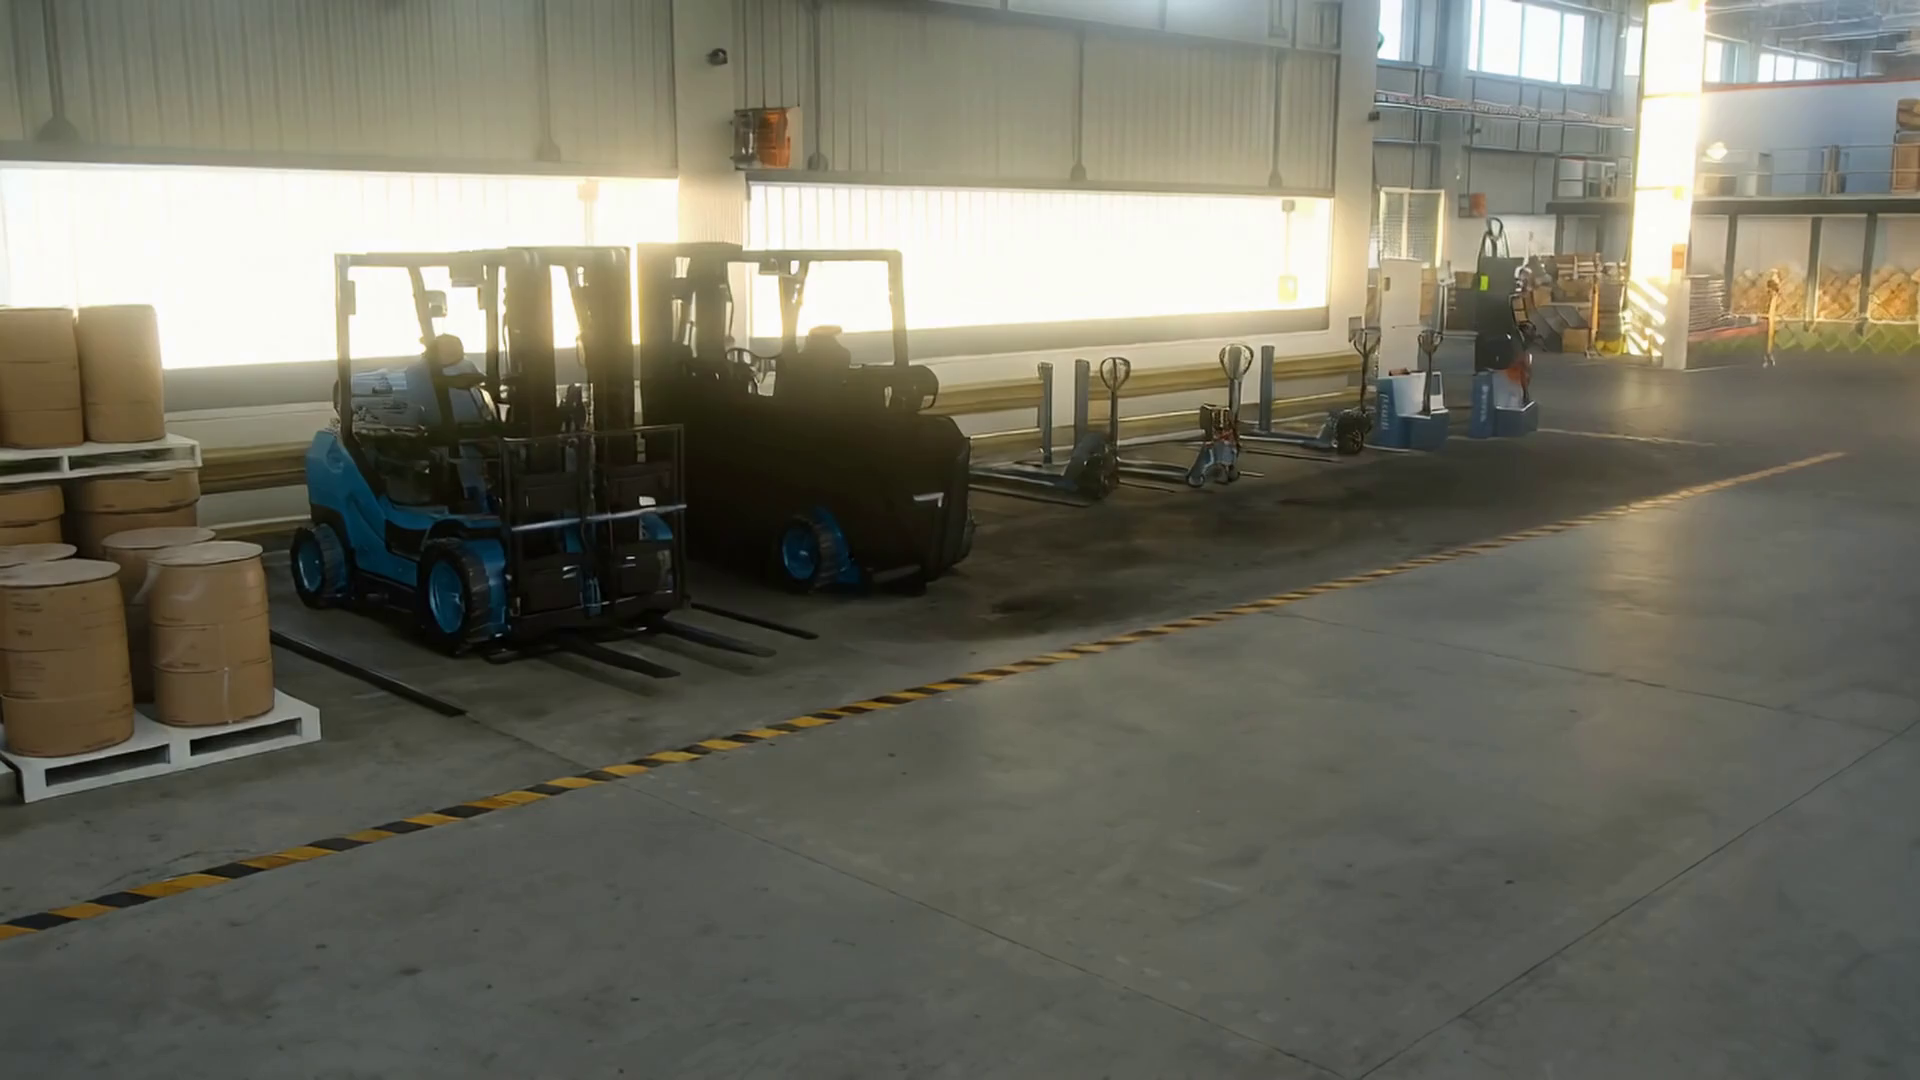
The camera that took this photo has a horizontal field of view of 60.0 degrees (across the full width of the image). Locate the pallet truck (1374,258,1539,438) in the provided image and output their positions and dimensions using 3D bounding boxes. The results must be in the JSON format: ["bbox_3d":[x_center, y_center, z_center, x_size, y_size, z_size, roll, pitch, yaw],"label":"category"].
[{"bbox_3d":[5.704,-2.208,18.901,1.885,1.965,0.823,10,14,43],"label":"pallet truck"}]

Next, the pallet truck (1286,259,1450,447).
[{"bbox_3d":[4.493,-2.078,18.196,0.823,1.965,1.885,-9,14,-40],"label":"pallet truck"}]

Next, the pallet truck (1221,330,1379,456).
[{"bbox_3d":[3.563,-1.581,17.381,0.653,1.274,1.630,-10,14,-44],"label":"pallet truck"}]

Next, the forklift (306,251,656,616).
[{"bbox_3d":[-2.833,-0.669,9.694,1.157,1.987,2.680,-10,14,-44],"label":"forklift"}]

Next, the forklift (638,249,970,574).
[{"bbox_3d":[-1.173,-0.958,11.239,2.680,1.987,1.157,10,14,43],"label":"forklift"}]

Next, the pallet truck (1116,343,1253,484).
[{"bbox_3d":[1.962,-1.215,15.415,1.522,1.261,0.704,10,14,43],"label":"pallet truck"}]

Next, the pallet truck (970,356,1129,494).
[{"bbox_3d":[0.784,-1.085,14.876,0.680,1.201,1.601,-10,14,-44],"label":"pallet truck"}]
